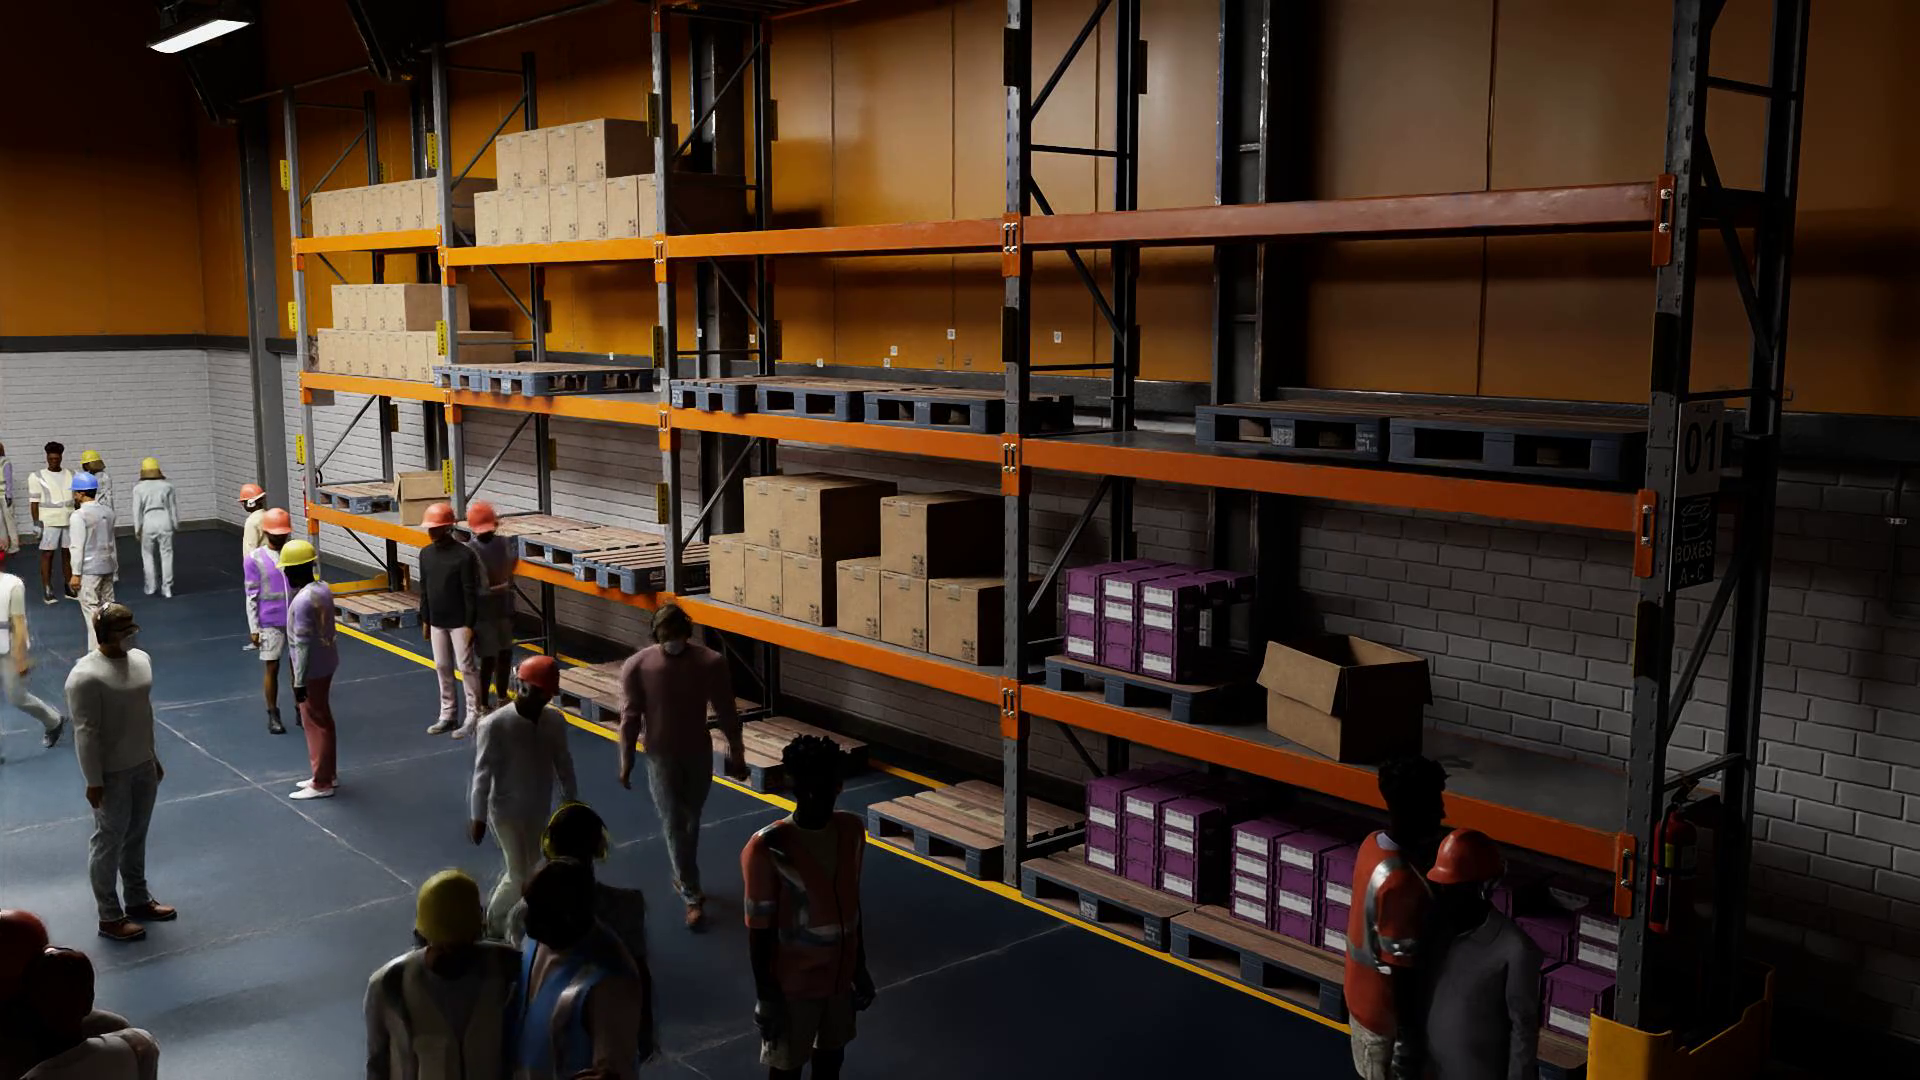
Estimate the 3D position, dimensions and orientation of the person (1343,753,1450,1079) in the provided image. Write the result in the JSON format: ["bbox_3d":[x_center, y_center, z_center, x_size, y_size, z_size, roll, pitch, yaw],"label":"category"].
[{"bbox_3d":[1.648,1.766,6.329,0.369,1.965,0.609,0,8,3],"label":"person"}]

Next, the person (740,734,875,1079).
[{"bbox_3d":[-0.585,1.726,6.607,0.368,1.966,0.602,7,11,41],"label":"person"}]

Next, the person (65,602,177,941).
[{"bbox_3d":[-4.825,1.312,9.580,0.364,1.939,0.636,1,8,7],"label":"person"}]

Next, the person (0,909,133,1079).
[{"bbox_3d":[-2.621,1.990,4.714,0.620,1.986,0.408,-4,9,-23],"label":"person"}]

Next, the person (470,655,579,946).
[{"bbox_3d":[-2.381,1.482,9.169,0.390,1.717,0.581,5,10,33],"label":"person"}]

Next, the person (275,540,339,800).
[{"bbox_3d":[-4.778,0.948,12.207,0.387,1.915,0.585,-1,8,-6],"label":"person"}]

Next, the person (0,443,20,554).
[{"bbox_3d":[-13.860,-0.613,24.026,0.520,1.632,0.313,4,9,25],"label":"person"}]

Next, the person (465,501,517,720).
[{"bbox_3d":[-3.959,0.628,14.188,0.436,1.985,0.801,3,9,22],"label":"person"}]

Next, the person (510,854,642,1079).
[{"bbox_3d":[-1.305,1.938,5.611,0.431,1.834,0.622,-6,10,-38],"label":"person"}]

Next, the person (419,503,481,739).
[{"bbox_3d":[-4.285,0.672,13.894,0.608,1.986,0.417,4,9,26],"label":"person"}]

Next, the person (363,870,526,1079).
[{"bbox_3d":[-1.630,1.970,5.477,0.596,1.791,0.802,-3,9,-23],"label":"person"}]

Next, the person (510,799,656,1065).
[{"bbox_3d":[-1.413,1.853,6.225,0.551,1.812,0.986,-3,9,-21],"label":"person"}]

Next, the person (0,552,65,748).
[{"bbox_3d":[-7.518,0.867,13.122,0.566,1.819,0.799,2,9,16],"label":"person"}]

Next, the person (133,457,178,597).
[{"bbox_3d":[-9.966,-0.167,20.605,0.518,1.714,0.701,-6,10,-34],"label":"person"}]

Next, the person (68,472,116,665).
[{"bbox_3d":[-8.712,0.288,16.713,0.405,1.942,0.612,1,8,6],"label":"person"}]

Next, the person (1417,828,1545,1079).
[{"bbox_3d":[1.835,1.905,6.094,0.330,1.750,0.573,-5,10,-33],"label":"person"}]

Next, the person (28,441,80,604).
[{"bbox_3d":[-10.937,-0.223,20.168,0.371,1.960,0.609,6,10,35],"label":"person"}]

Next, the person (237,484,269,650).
[{"bbox_3d":[-7.370,0.279,17.458,0.355,1.737,0.576,0,8,-2],"label":"person"}]

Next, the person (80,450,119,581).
[{"bbox_3d":[-11.195,-0.309,21.569,0.489,1.731,0.325,3,9,21],"label":"person"}]

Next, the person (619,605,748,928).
[{"bbox_3d":[-1.615,1.304,9.795,0.721,1.884,0.875,-3,9,-21],"label":"person"}]

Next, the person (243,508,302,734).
[{"bbox_3d":[-5.723,0.681,14.037,0.550,1.923,0.391,-8,11,-42],"label":"person"}]

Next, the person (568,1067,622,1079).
[{"bbox_3d":[-0.935,2.202,4.480,0.279,1.626,0.505,-2,8,-13],"label":"person"}]

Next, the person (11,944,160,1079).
[{"bbox_3d":[-2.480,2.045,4.672,0.347,1.882,0.584,2,9,16],"label":"person"}]
